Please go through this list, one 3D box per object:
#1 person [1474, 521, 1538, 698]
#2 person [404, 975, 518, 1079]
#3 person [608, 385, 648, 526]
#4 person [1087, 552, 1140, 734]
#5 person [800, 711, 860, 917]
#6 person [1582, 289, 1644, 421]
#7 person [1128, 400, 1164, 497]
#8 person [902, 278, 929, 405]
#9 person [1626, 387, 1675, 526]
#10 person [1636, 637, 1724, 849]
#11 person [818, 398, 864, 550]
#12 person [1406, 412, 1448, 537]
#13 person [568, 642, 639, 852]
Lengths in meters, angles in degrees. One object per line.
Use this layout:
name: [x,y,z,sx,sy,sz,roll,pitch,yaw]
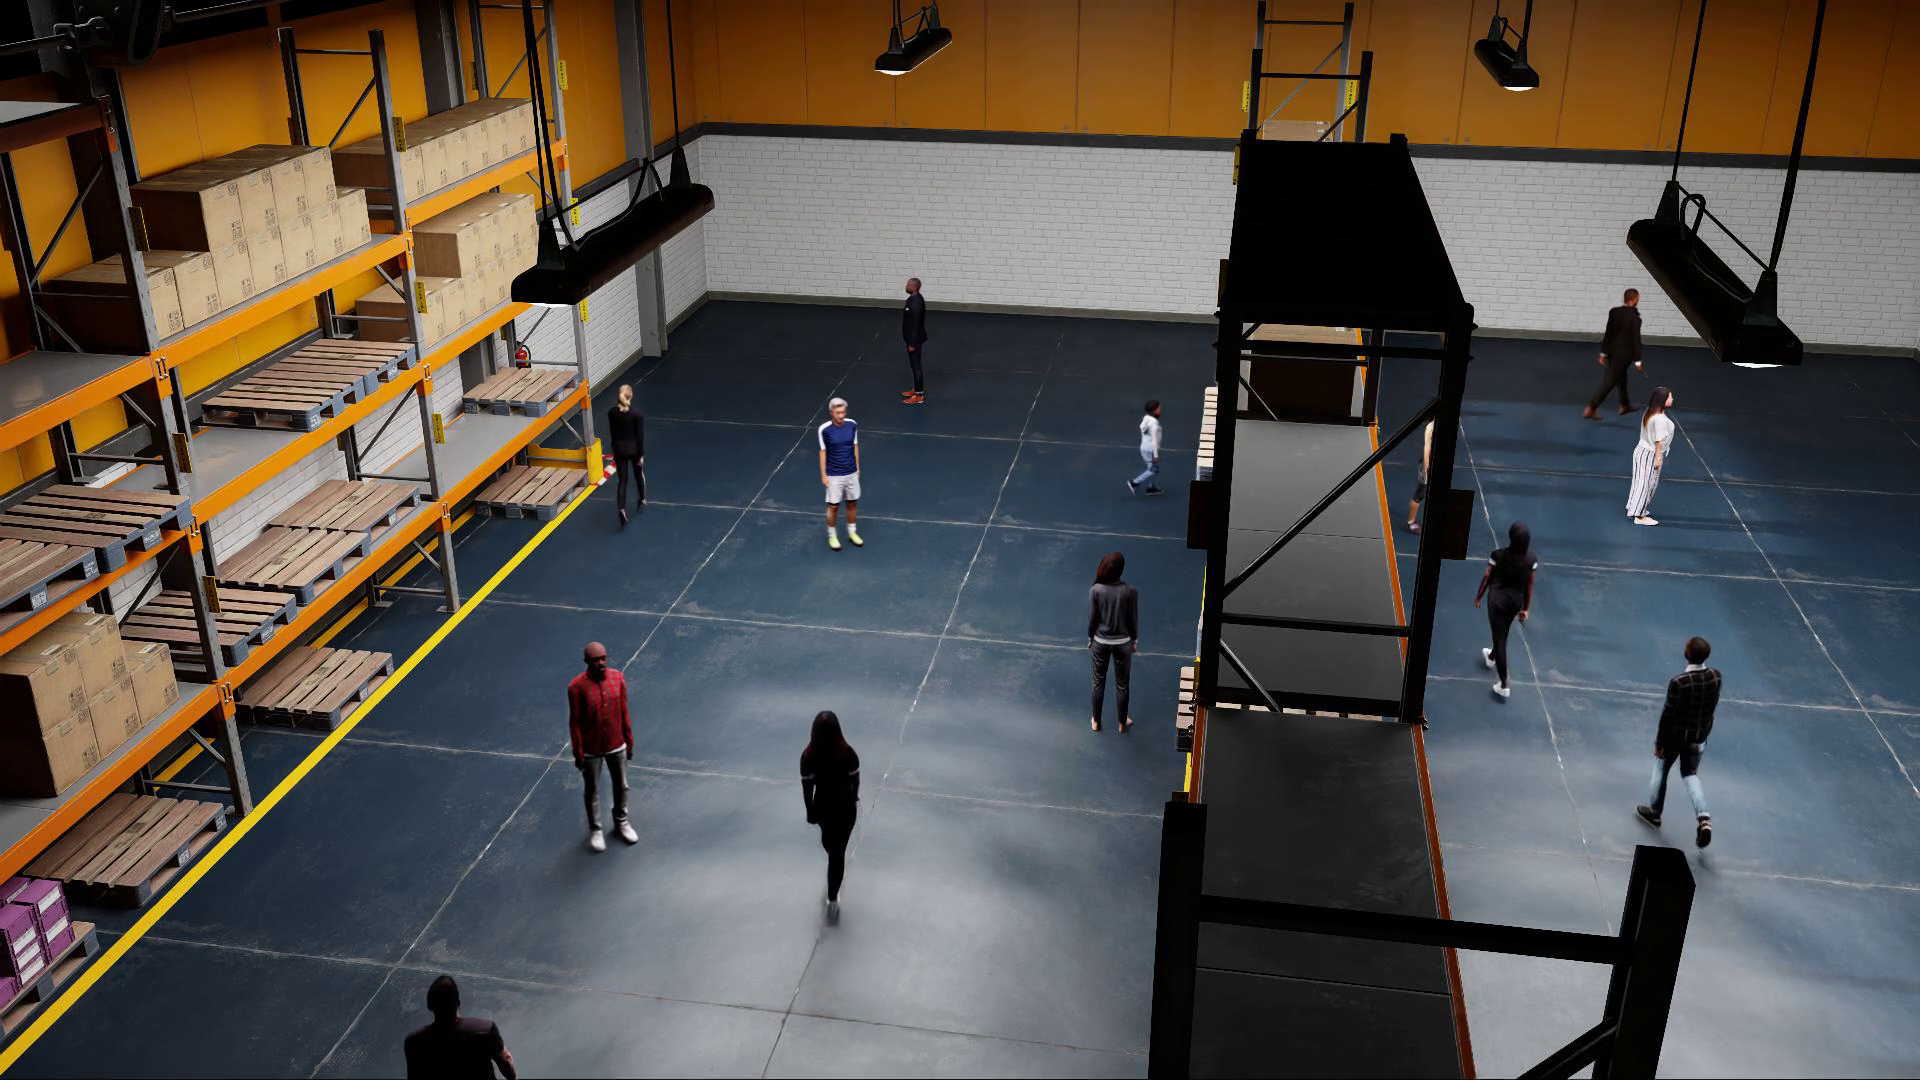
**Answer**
person: [5.234,0.679,15.913,0.795,1.685,1.210,0,24,-1]
person: [-2.857,3.381,9.579,0.929,1.807,1.184,-2,24,-5]
person: [-3.974,-0.975,19.727,0.713,1.661,1.114,1,24,2]
person: [1.391,0.931,15.235,0.612,1.768,0.499,4,24,8]
person: [-0.969,2.112,12.759,0.727,1.587,1.159,0,24,0]
person: [9.050,-2.513,23.004,1.207,1.855,1.315,-9,25,-20]
person: [2.307,-1.121,20.575,0.663,1.250,0.696,-3,24,-7]
person: [-0.648,-2.884,23.899,0.809,1.818,0.628,-2,24,-4]
person: [8.235,-1.028,19.825,0.749,1.680,0.565,2,24,5]
person: [5.947,1.660,13.530,0.872,1.798,1.124,-4,24,-9]
person: [-1.378,-0.791,19.096,0.731,1.830,0.771,-13,27,-26]
person: [5.431,-0.846,19.385,1.002,1.700,1.066,-16,28,-32]
person: [-2.923,1.639,13.547,0.755,1.821,0.787,-12,26,-25]
